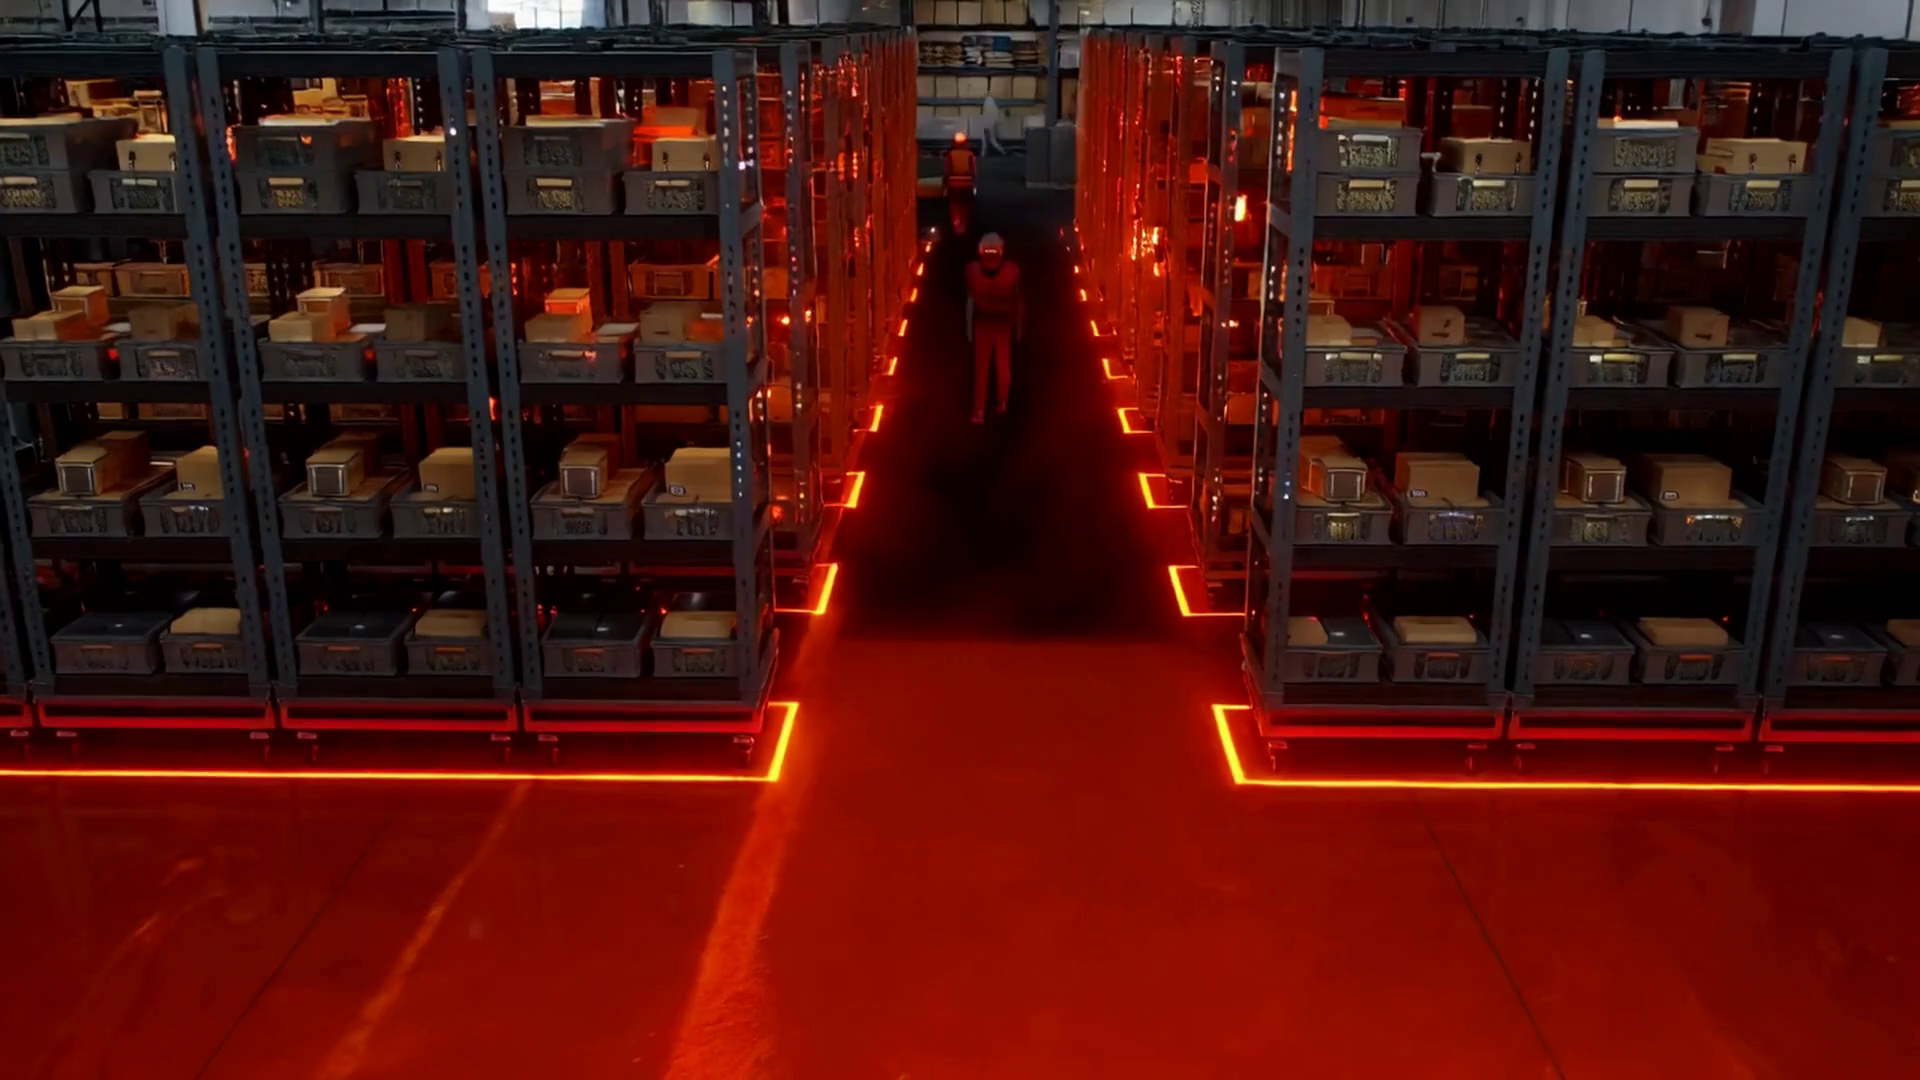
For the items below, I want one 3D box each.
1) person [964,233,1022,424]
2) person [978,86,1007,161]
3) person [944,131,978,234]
[{"bbox_3d":[0.314,-2.043,15.938,0.575,1.790,1.004,3,18,9],"label":"person"},{"bbox_3d":[0.844,-11.263,45.015,0.760,1.976,0.623,-1,17,-4],"label":"person"},{"bbox_3d":[0.018,-6.369,29.676,0.618,1.820,0.430,-1,17,-2],"label":"person"}]
